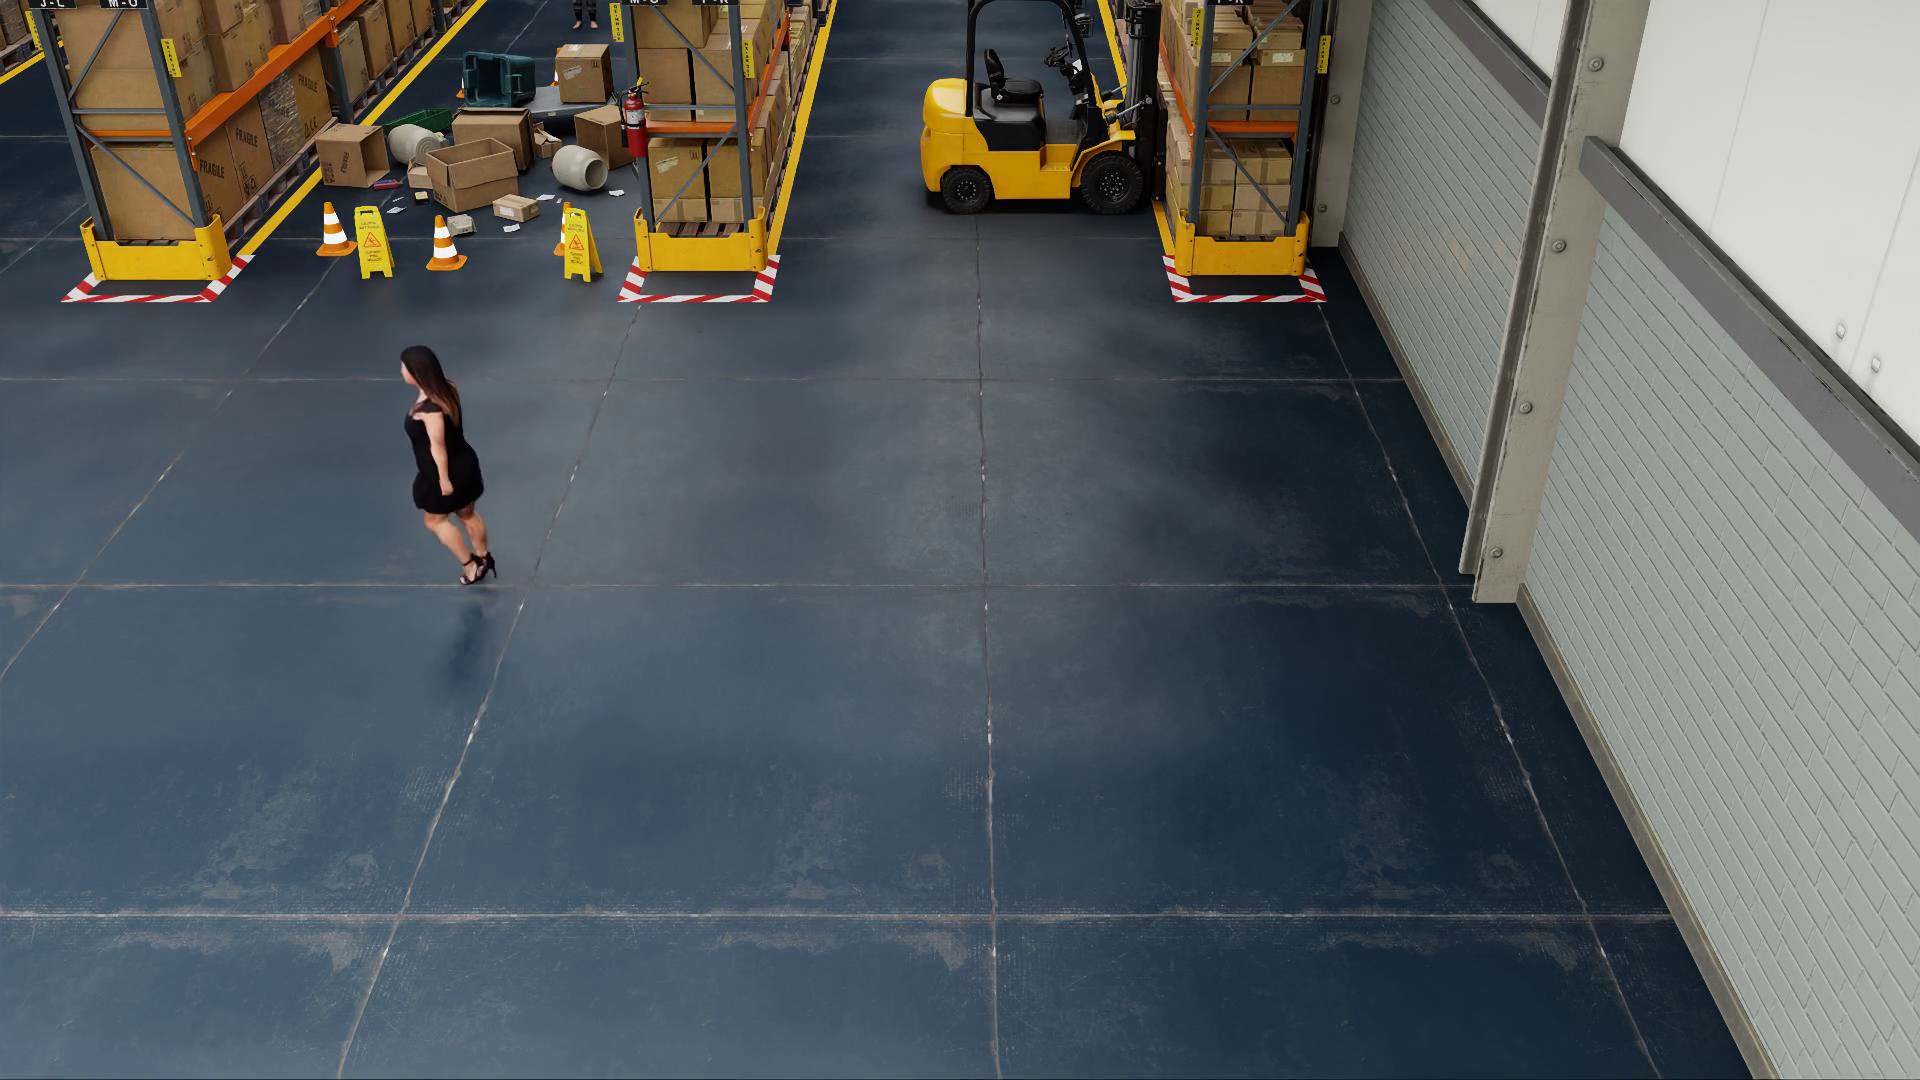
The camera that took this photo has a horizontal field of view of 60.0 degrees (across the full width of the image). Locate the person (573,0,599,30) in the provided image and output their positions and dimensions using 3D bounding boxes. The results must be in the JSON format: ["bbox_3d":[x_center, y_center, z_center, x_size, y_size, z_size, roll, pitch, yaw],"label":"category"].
[{"bbox_3d":[-4.996,-7.630,21.877,0.610,1.732,0.521,-2,32,-4],"label":"person"}]

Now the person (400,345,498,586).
[{"bbox_3d":[-3.136,-0.438,10.503,0.692,1.704,0.546,1,32,1],"label":"person"}]
